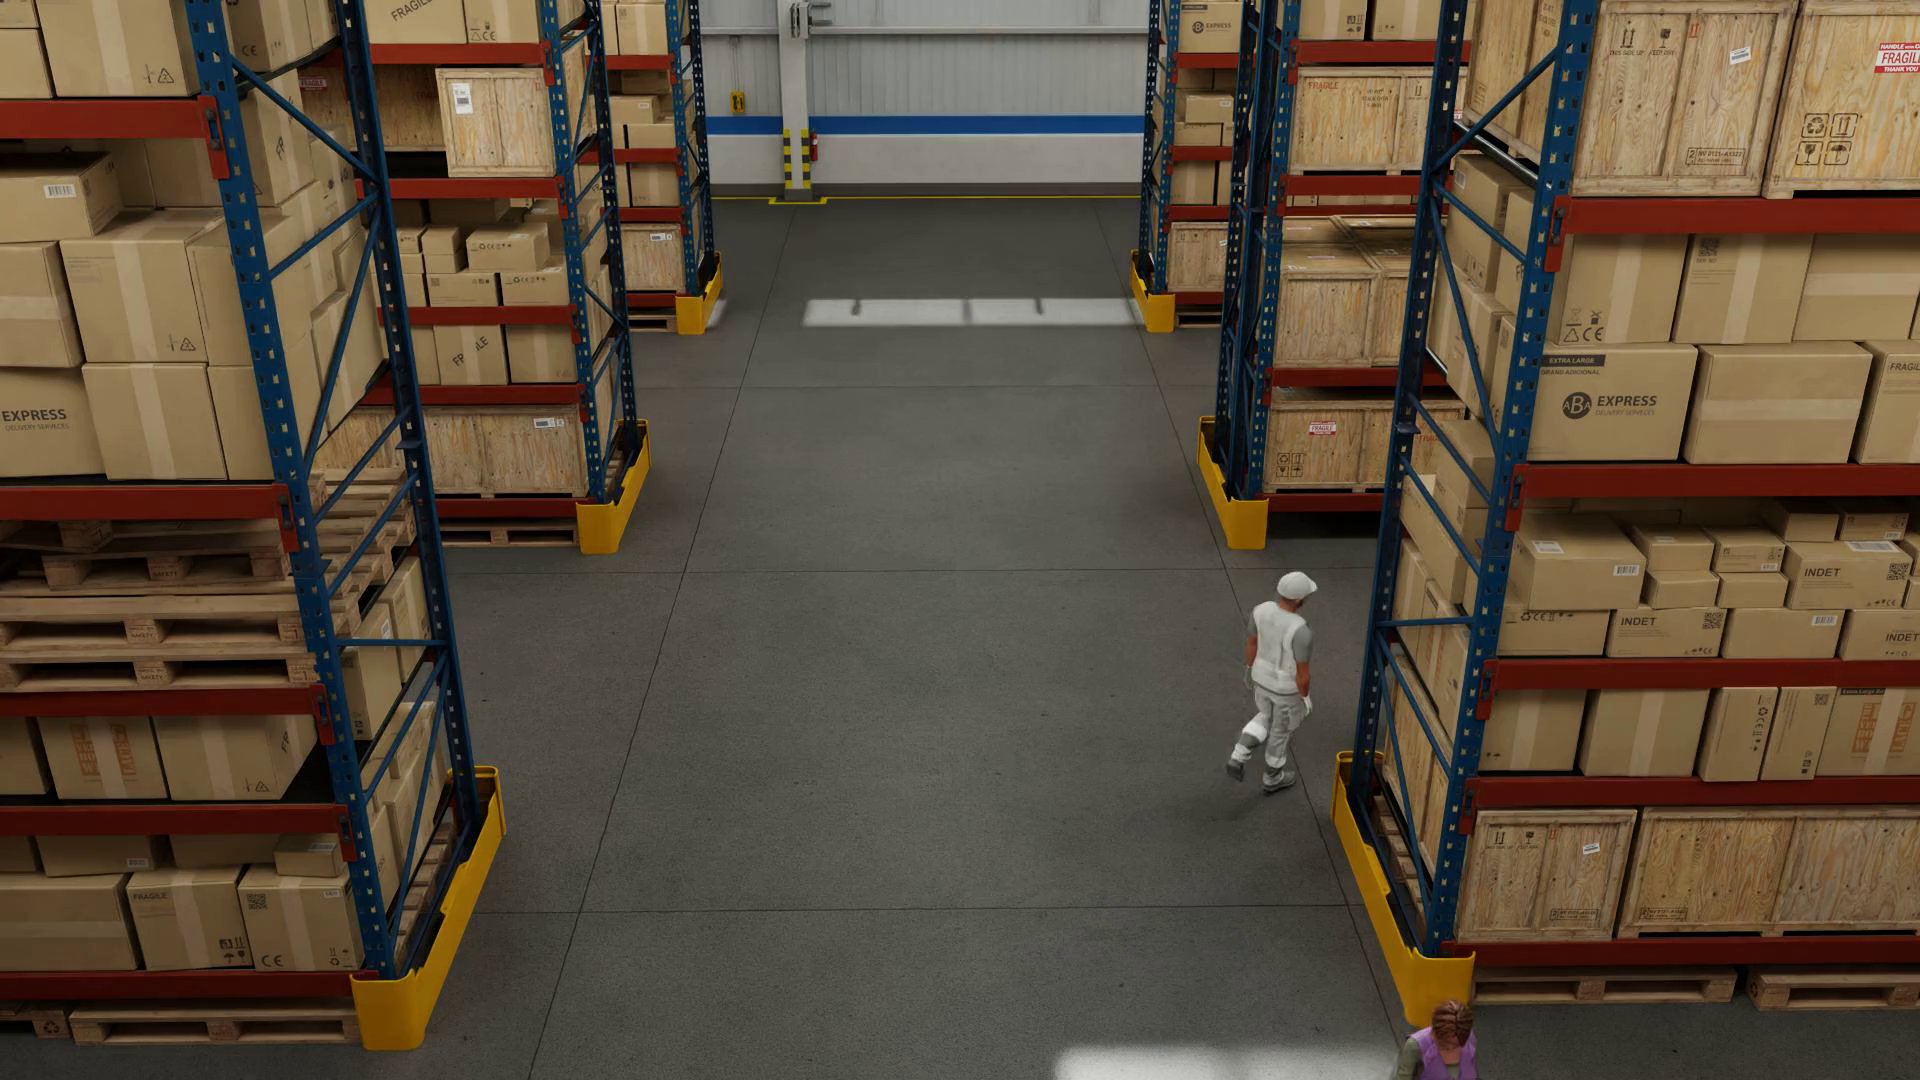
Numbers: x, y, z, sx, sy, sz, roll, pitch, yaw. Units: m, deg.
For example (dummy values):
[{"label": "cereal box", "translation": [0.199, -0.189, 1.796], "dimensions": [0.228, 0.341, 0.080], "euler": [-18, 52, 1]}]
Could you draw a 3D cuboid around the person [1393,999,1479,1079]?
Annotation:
[{"label": "person", "translation": [2.270, 2.851, 7.964], "dimensions": [0.449, 1.577, 0.672], "euler": [-7, 26, -14]}]

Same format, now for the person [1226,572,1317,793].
[{"label": "person", "translation": [2.218, 1.015, 11.641], "dimensions": [0.603, 1.784, 0.580], "euler": [-19, 31, -34]}]
